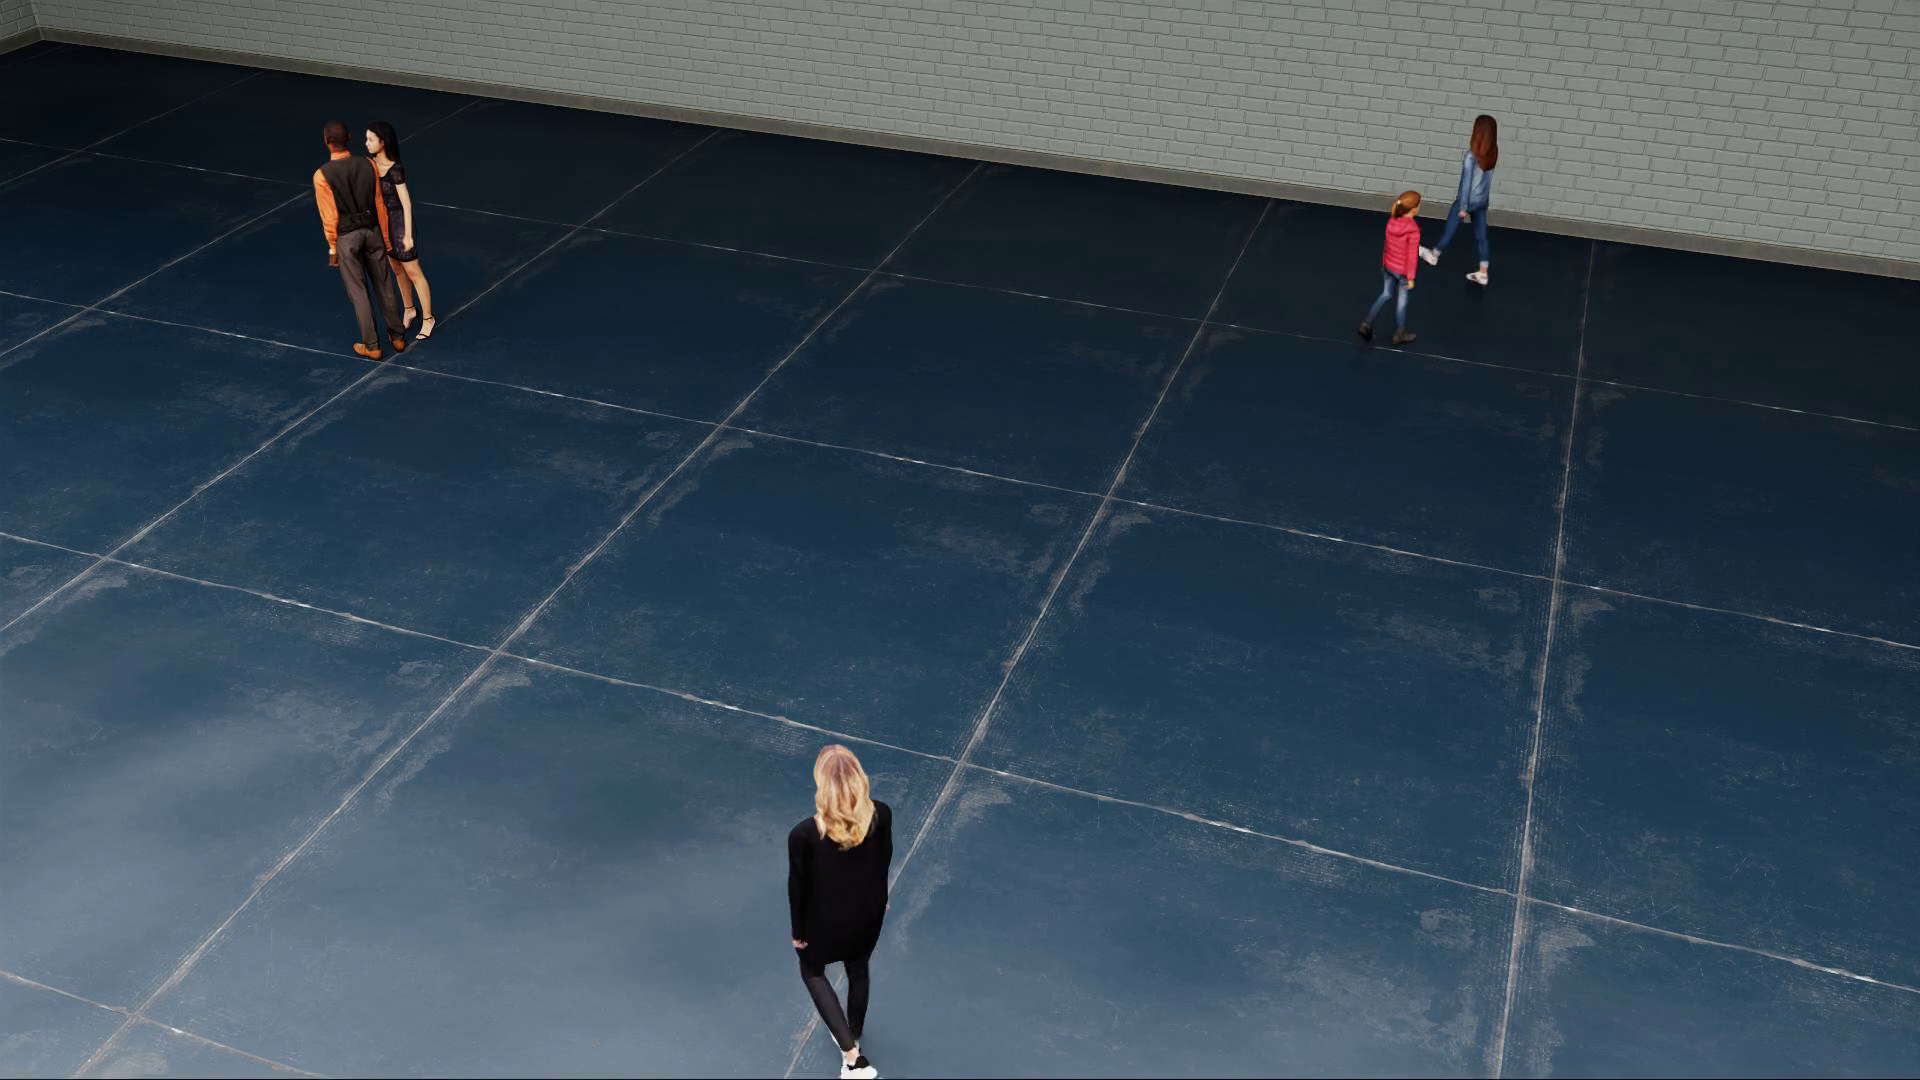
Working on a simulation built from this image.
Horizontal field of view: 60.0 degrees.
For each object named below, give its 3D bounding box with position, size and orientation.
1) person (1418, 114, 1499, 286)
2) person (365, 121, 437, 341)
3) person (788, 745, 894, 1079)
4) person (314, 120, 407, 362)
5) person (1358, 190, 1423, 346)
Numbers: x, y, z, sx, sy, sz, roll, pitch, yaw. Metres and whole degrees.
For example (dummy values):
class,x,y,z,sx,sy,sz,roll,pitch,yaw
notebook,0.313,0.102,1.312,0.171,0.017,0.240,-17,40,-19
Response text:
class,x,y,z,sx,sy,sz,roll,pitch,yaw
person,4.449,-2.878,14.238,1.015,1.439,1.003,-20,38,-28
person,-4.486,-2.467,13.284,0.659,1.792,0.605,25,40,33
person,-0.459,1.648,6.957,0.875,1.789,0.935,-15,36,-21
person,-4.680,-2.334,12.971,0.718,1.908,0.848,-27,42,-35
person,3.444,-2.138,13.222,0.847,1.306,0.780,-15,36,-22
